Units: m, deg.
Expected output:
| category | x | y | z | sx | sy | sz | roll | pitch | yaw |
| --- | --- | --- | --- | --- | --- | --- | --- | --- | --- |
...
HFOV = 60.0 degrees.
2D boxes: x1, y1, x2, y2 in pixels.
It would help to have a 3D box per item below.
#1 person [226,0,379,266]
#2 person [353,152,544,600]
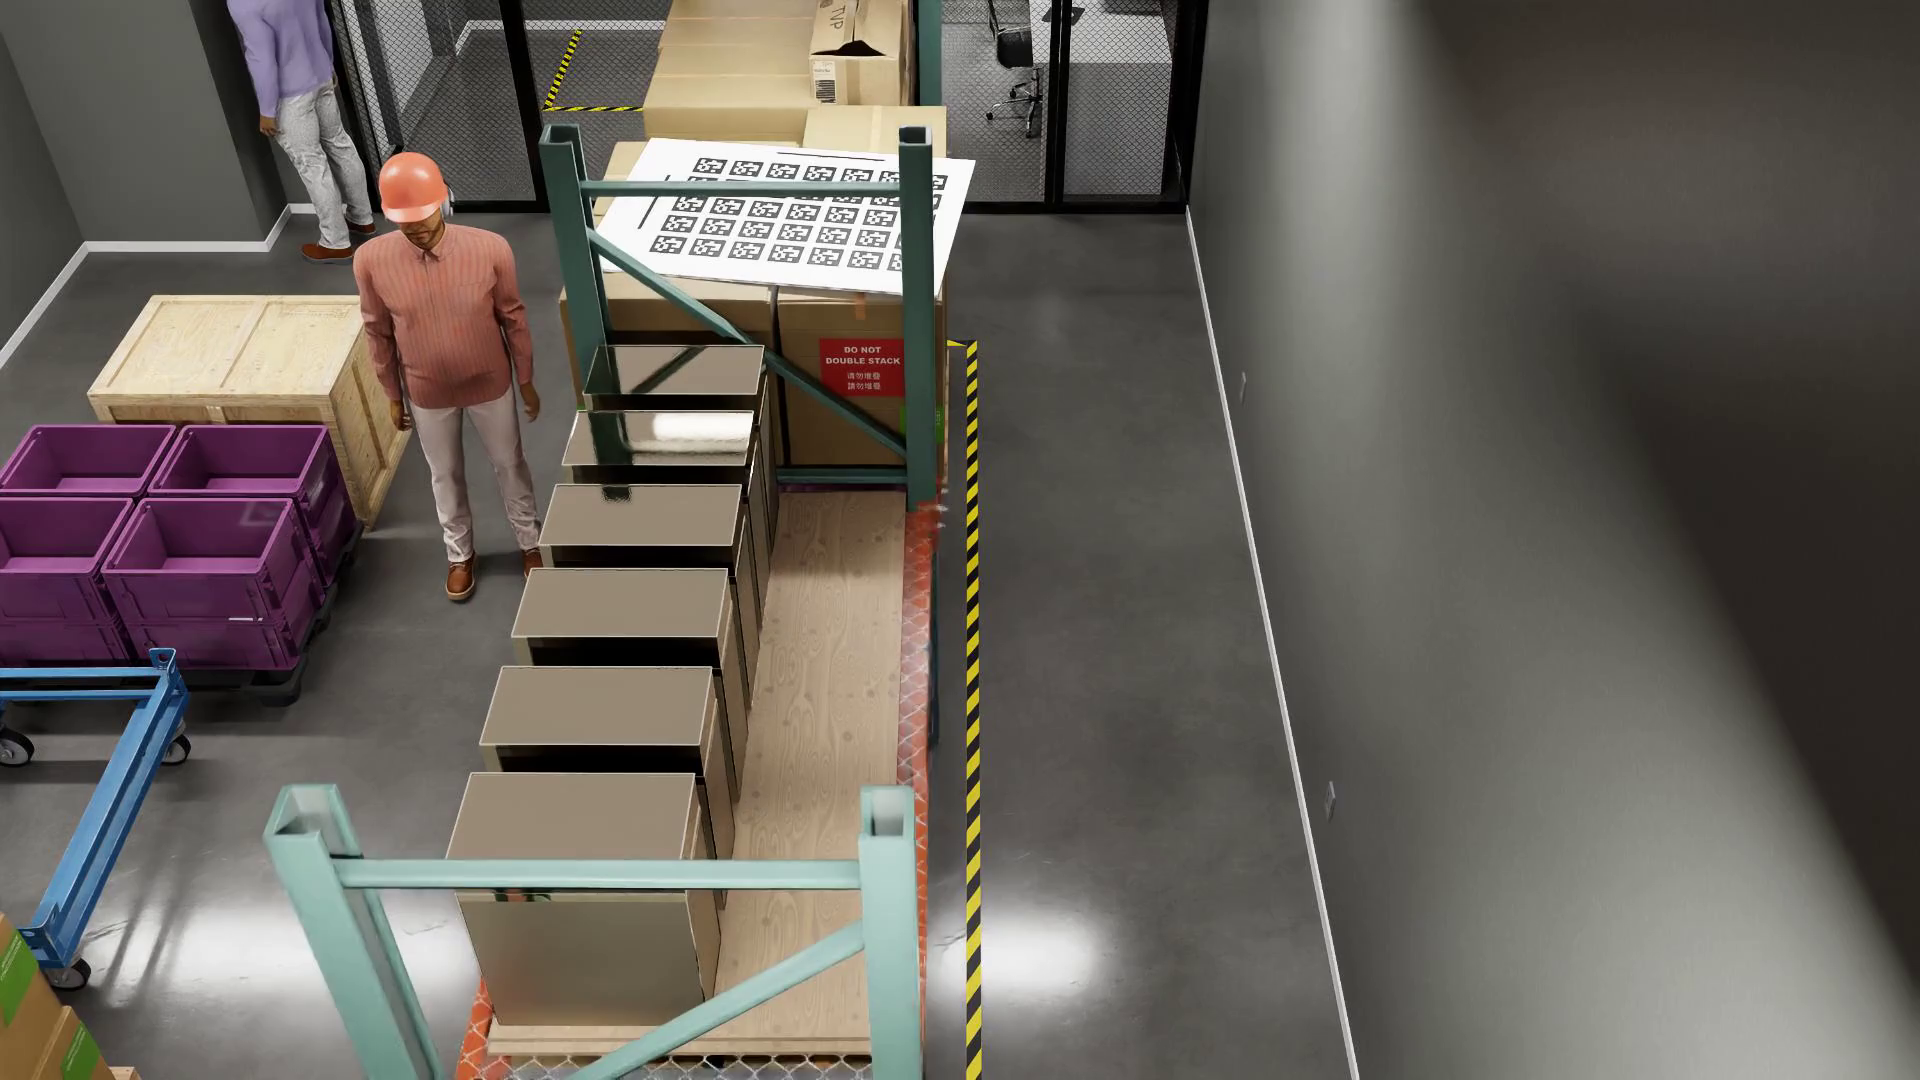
| category | x | y | z | sx | sy | sz | roll | pitch | yaw |
| --- | --- | --- | --- | --- | --- | --- | --- | --- | --- |
| person | -3.410 | -2.339 | 8.560 | 0.354 | 1.937 | 0.635 | 11 | 42 | 12 |
| person | -1.972 | -0.619 | 6.551 | 0.608 | 1.995 | 0.377 | -9 | 42 | -10 |
